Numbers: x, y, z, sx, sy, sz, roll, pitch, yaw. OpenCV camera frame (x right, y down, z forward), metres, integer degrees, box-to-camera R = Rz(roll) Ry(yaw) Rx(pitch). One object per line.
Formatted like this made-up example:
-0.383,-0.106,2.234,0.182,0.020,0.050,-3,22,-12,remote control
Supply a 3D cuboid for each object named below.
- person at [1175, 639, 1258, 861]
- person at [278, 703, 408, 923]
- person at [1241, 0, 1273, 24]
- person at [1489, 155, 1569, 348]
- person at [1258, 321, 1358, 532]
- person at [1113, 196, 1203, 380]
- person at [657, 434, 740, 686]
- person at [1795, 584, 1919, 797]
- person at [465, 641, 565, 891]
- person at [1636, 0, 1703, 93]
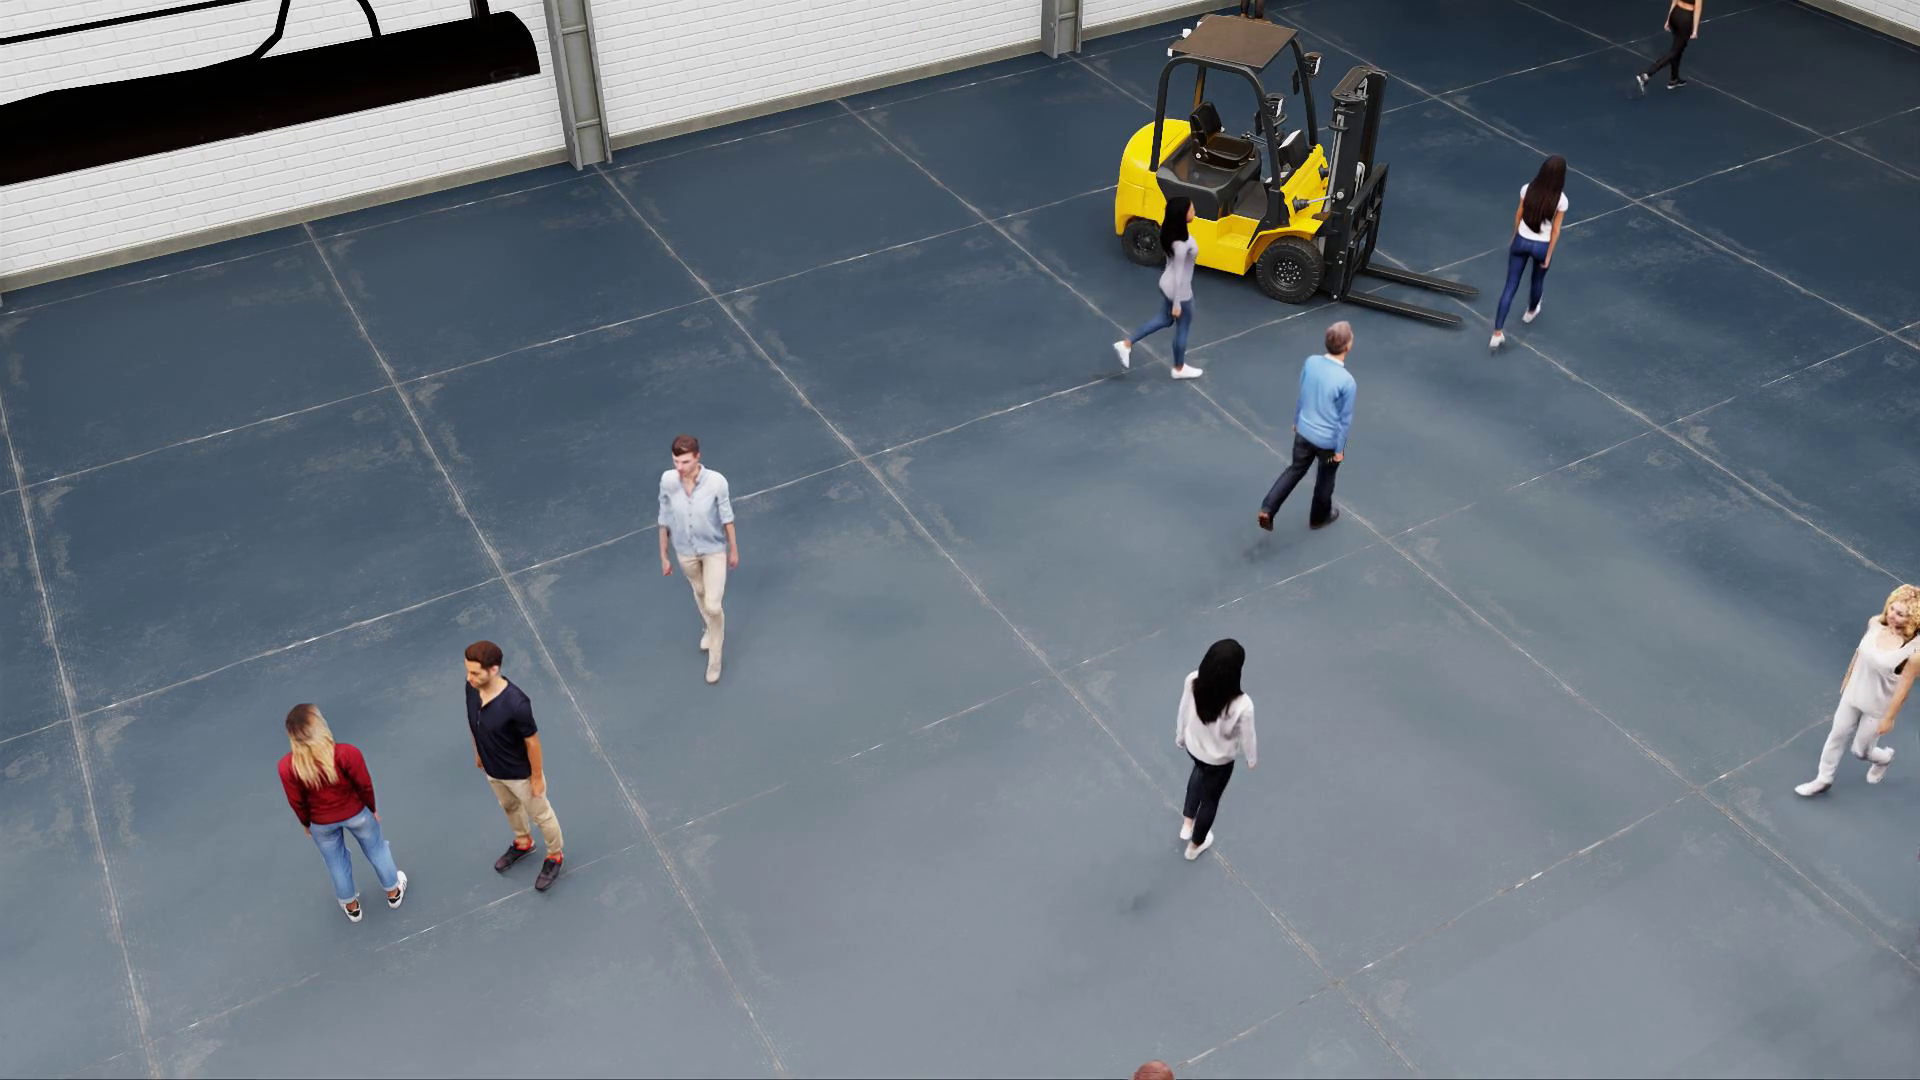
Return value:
1.430,1.285,9.803,0.718,1.690,0.712,28,46,30,person
-3.545,1.562,9.501,0.517,1.634,0.698,-13,40,-16,person
3.661,-7.140,20.327,0.630,1.723,0.696,-32,48,-33,person
4.929,-2.481,14.486,0.951,1.732,1.221,22,44,26,person
2.605,-0.763,12.285,1.066,1.795,0.745,-25,45,-28,person
1.718,-2.091,14.008,1.103,1.718,0.888,-3,39,-3,person
-1.730,0.006,11.294,0.963,1.828,1.011,7,39,9,person
5.685,0.954,10.241,0.895,1.661,0.703,-11,40,-14,person
-2.603,1.290,9.664,0.725,1.857,0.714,20,43,23,person
8.071,-5.811,18.746,1.055,1.619,0.636,-15,41,-18,person
